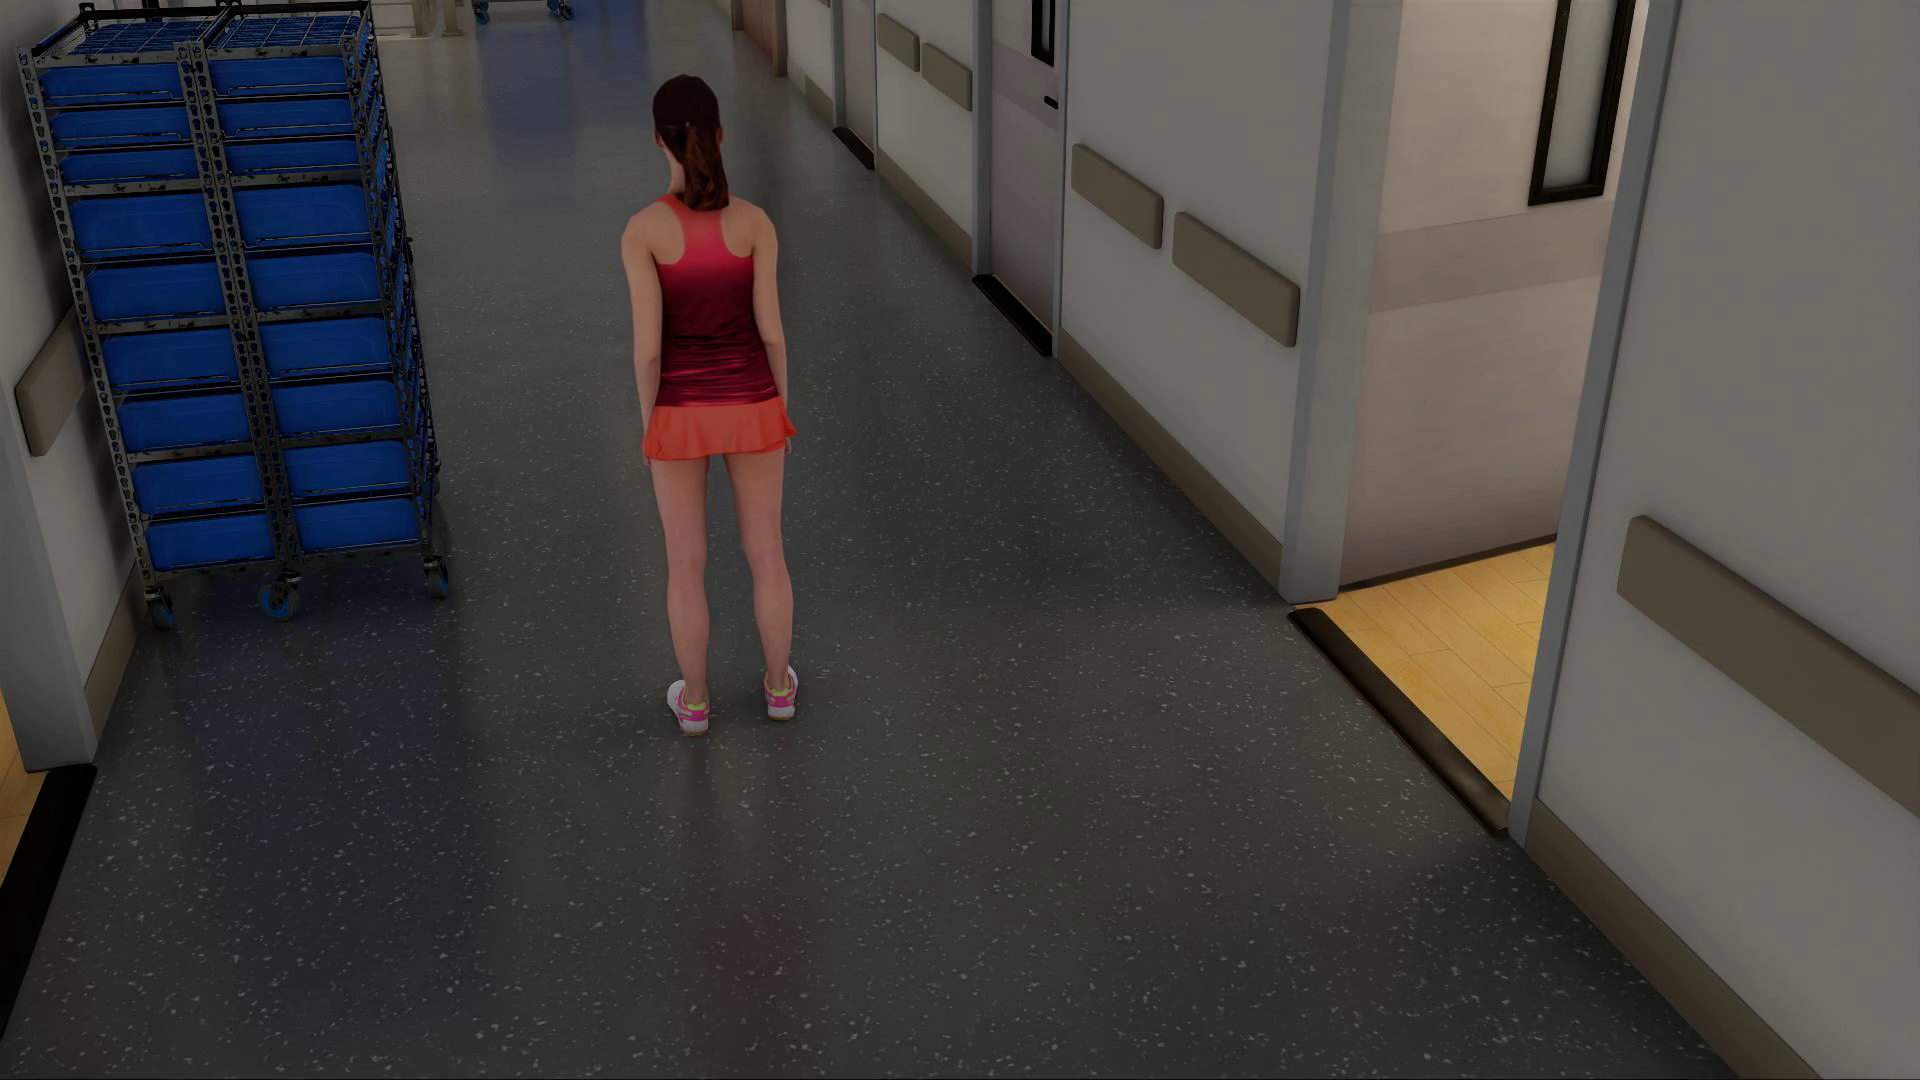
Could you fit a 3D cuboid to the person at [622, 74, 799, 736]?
[{"bbox_3d":[-0.642,-0.316,4.304,0.553,1.757,0.554,-7,27,-14],"label":"person"}]
